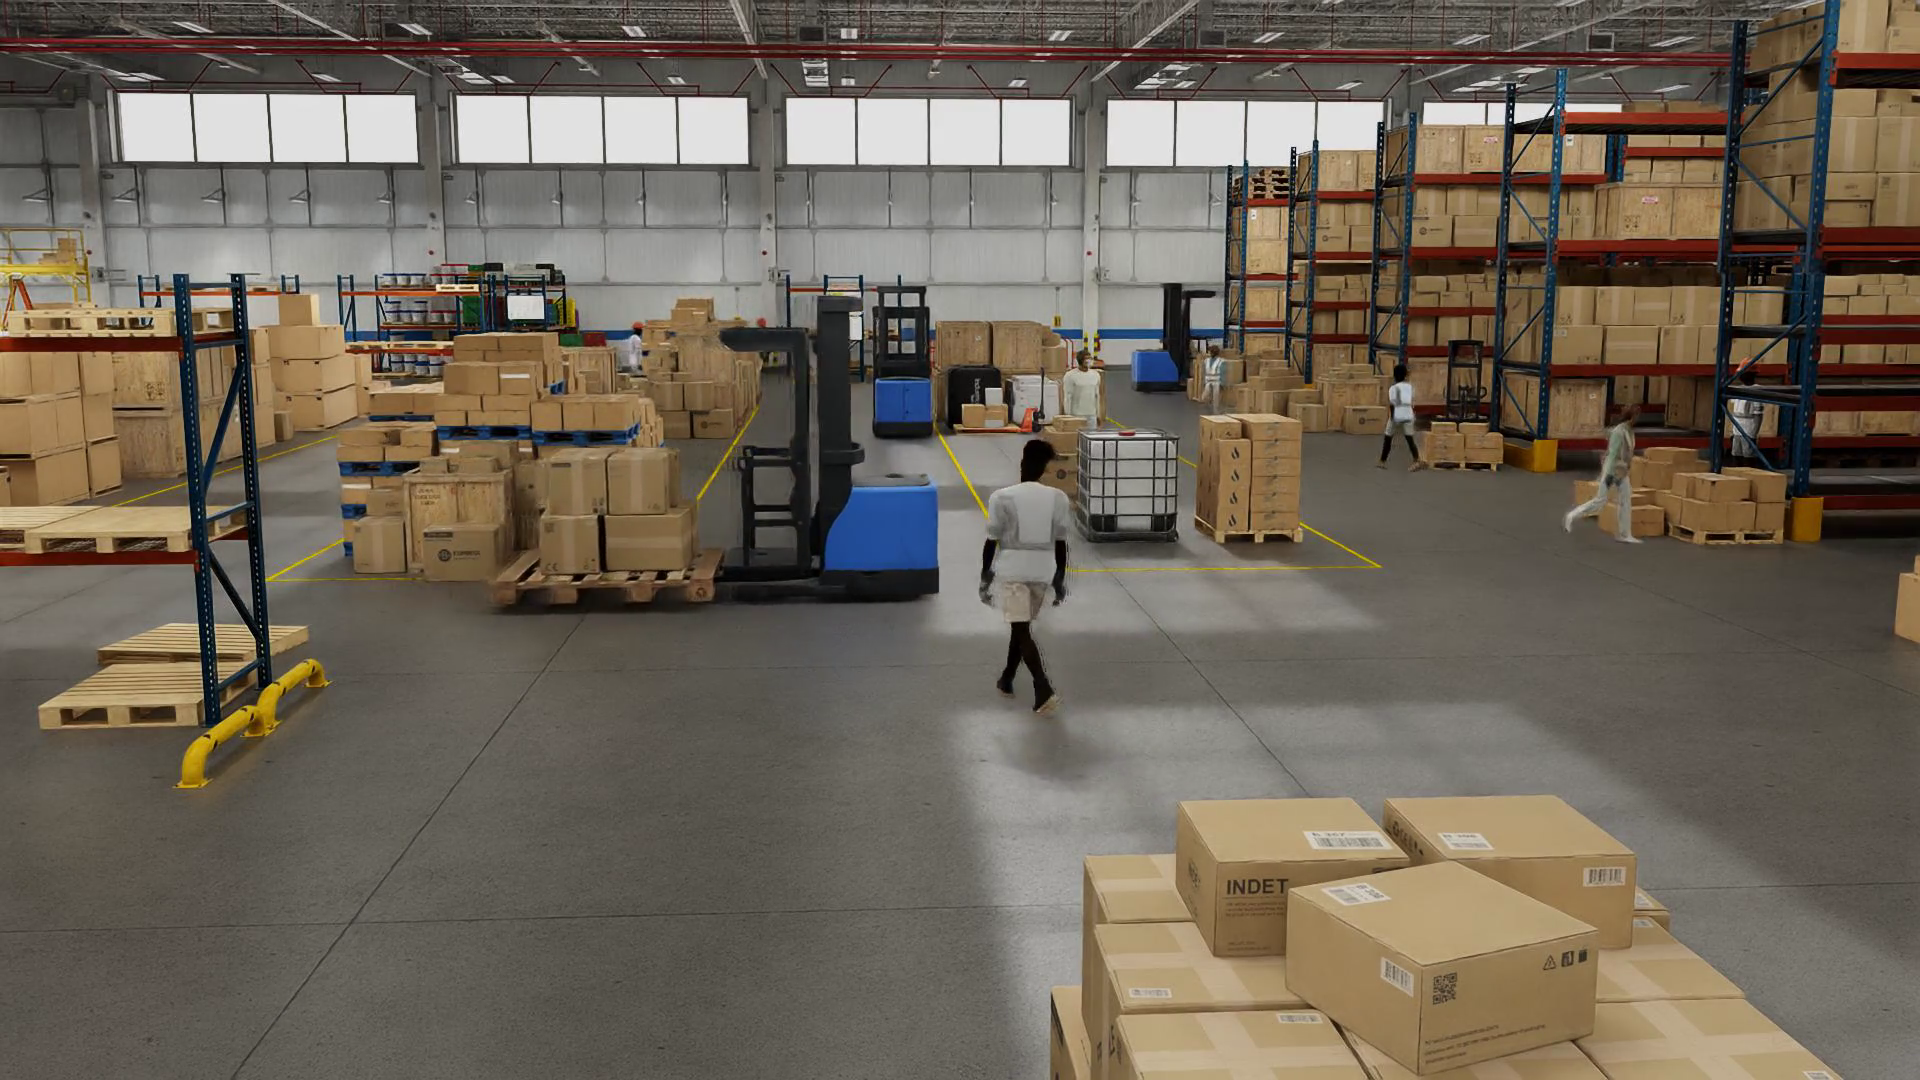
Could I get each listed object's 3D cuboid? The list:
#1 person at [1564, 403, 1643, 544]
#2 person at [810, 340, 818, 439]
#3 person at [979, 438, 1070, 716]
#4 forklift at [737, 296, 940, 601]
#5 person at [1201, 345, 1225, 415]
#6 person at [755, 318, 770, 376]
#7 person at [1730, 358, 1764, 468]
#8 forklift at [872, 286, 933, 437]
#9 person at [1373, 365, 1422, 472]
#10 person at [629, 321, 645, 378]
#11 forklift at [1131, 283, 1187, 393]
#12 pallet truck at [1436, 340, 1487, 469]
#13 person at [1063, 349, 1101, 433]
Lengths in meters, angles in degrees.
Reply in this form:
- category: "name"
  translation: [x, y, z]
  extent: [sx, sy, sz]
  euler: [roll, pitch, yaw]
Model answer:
- category: "person"
  translation: [7.345, -0.767, 18.875]
  extent: [0.781, 1.597, 0.530]
  euler: [8, 12, 40]
- category: "person"
  translation: [-2.550, -2.774, 30.703]
  extent: [0.430, 1.843, 0.626]
  euler: [-1, 9, -9]
- category: "person"
  translation: [0.473, 0.240, 11.597]
  extent: [0.646, 1.907, 0.987]
  euler: [-4, 10, -22]
- category: "forklift"
  translation: [-1.153, -0.894, 15.644]
  extent: [1.873, 2.768, 1.129]
  euler: [-1, 9, -4]
- category: "person"
  translation: [5.098, -3.123, 33.556]
  extent: [0.537, 1.620, 0.410]
  euler: [8, 12, 41]
- category: "person"
  translation: [-5.101, -4.610, 41.877]
  extent: [0.635, 1.955, 0.623]
  euler: [-8, 12, -41]
- category: "person"
  translation: [10.328, -1.423, 21.903]
  extent: [0.353, 1.942, 0.545]
  euler: [-1, 9, -7]
- category: "forklift"
  translation: [-1.093, -3.397, 31.358]
  extent: [1.129, 2.768, 1.873]
  euler: [-1, 9, -4]
- category: "person"
  translation: [6.834, -1.881, 25.713]
  extent: [0.517, 1.645, 0.901]
  euler: [-4, 10, -24]
- category: "person"
  translation: [-7.827, -4.295, 40.017]
  extent: [0.575, 1.918, 0.565]
  euler: [-5, 10, -29]
- category: "forklift"
  translation: [5.393, -5.183, 42.576]
  extent: [1.873, 2.768, 1.129]
  euler: [-1, 9, -4]
- category: "pallet truck"
  translation: [8.004, -2.170, 26.422]
  extent: [0.823, 1.965, 1.885]
  euler: [2, 9, 14]
- category: "person"
  translation: [1.804, -1.827, 24.442]
  extent: [0.635, 1.939, 0.359]
  euler: [-6, 11, -32]
